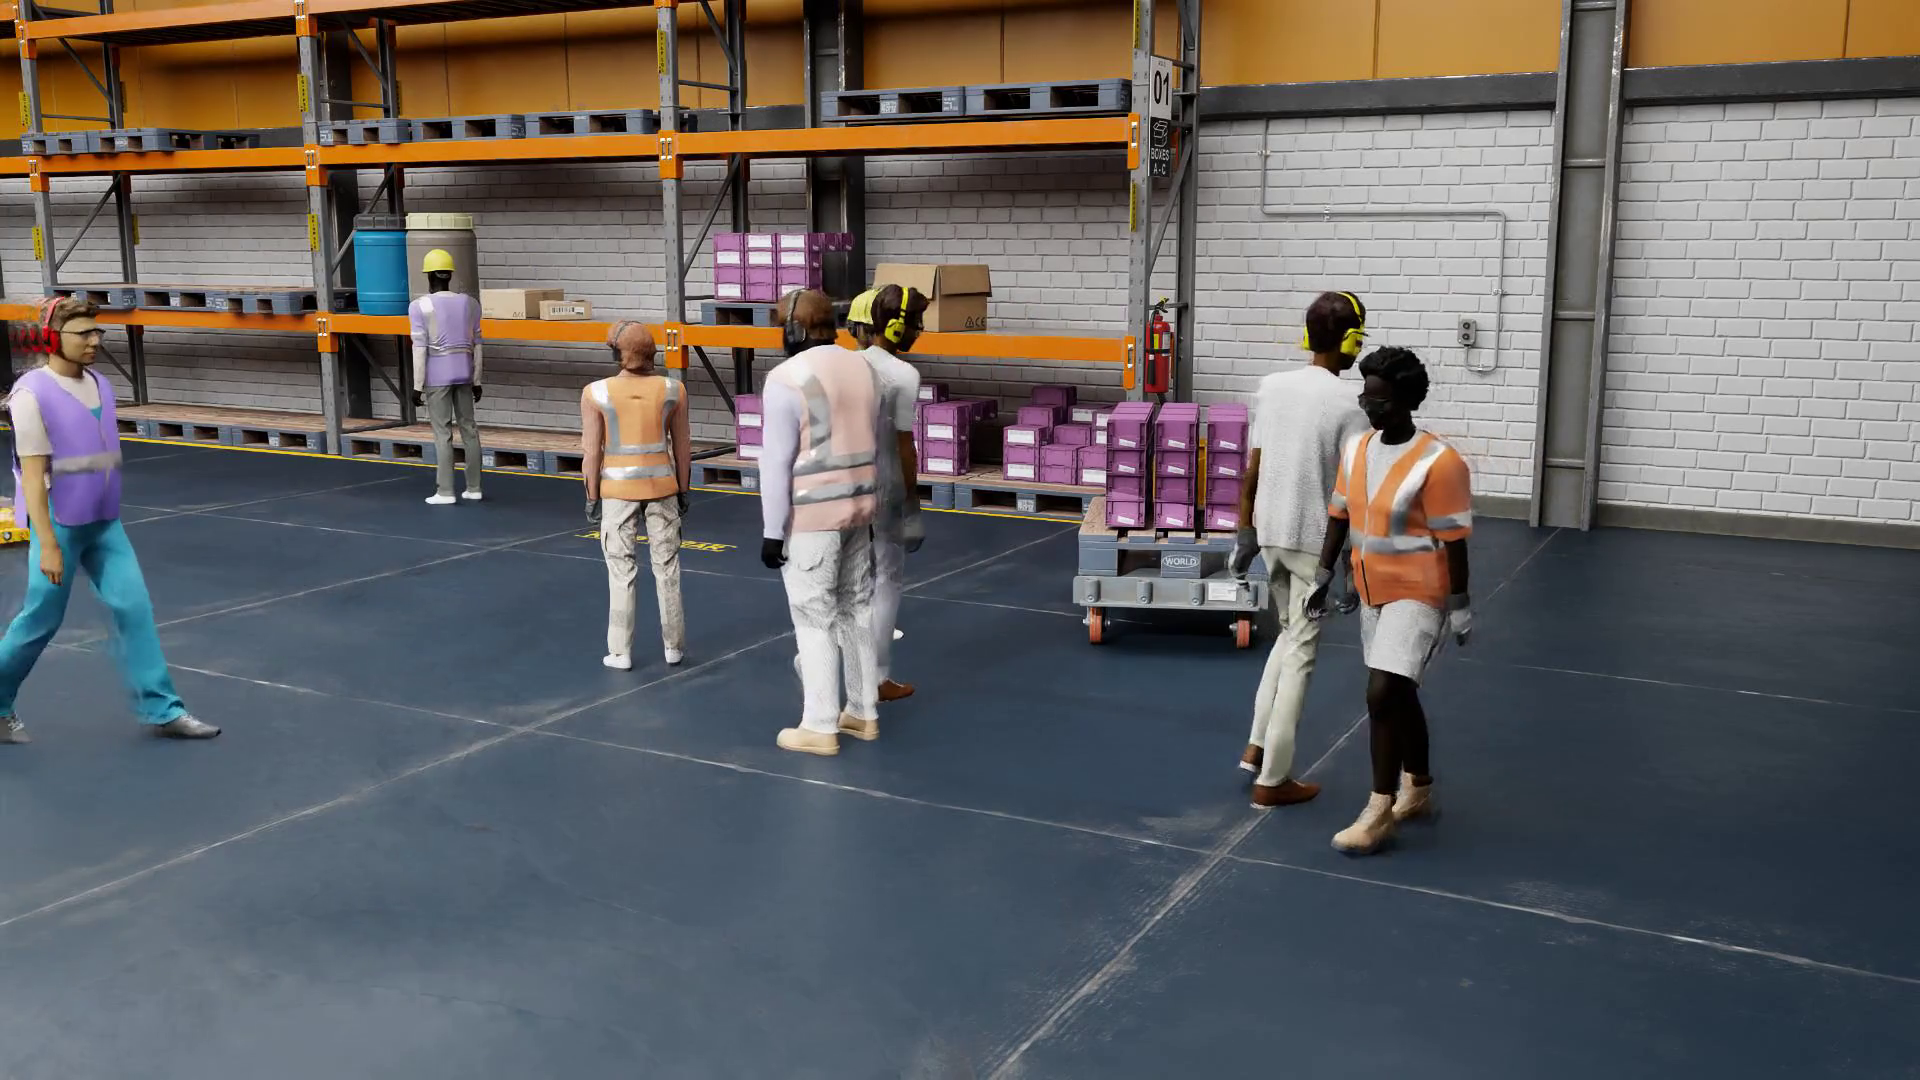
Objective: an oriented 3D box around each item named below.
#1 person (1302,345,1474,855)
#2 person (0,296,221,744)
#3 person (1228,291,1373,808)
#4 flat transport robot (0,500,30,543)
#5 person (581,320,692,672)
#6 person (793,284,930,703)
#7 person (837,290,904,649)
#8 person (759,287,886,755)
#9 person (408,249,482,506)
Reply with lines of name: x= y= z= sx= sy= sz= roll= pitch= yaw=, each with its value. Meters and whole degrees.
person: x=1.392 y=0.194 z=5.528 sx=0.681 sy=1.670 sz=0.544 roll=-5 pitch=11 yaw=-24
person: x=-3.534 y=-0.062 z=6.581 sx=0.966 sy=1.803 sz=0.587 roll=1 pitch=10 yaw=6
person: x=1.210 y=0.040 z=5.941 sx=0.496 sy=1.832 sz=0.548 roll=-9 pitch=13 yaw=-40
flat transport robot: x=-6.752 y=-0.149 z=11.246 sx=1.431 sy=0.197 sz=0.652 roll=8 pitch=13 yaw=38
person: x=-1.500 y=-0.199 z=7.764 sx=0.515 sy=1.641 sz=0.308 roll=-5 pitch=11 yaw=-23
person: x=-0.417 y=-0.161 z=7.048 sx=0.570 sy=1.834 sz=0.544 roll=-10 pitch=14 yaw=-44
person: x=-0.452 y=-0.343 z=8.211 sx=0.327 sy=1.765 sz=0.529 roll=7 pitch=12 yaw=34
person: x=-0.550 y=-0.077 z=6.591 sx=0.432 sy=1.831 sz=0.634 roll=7 pitch=13 yaw=35
person: x=-3.891 y=-1.223 z=12.590 sx=0.388 sy=1.926 sz=0.590 roll=9 pitch=14 yaw=41
